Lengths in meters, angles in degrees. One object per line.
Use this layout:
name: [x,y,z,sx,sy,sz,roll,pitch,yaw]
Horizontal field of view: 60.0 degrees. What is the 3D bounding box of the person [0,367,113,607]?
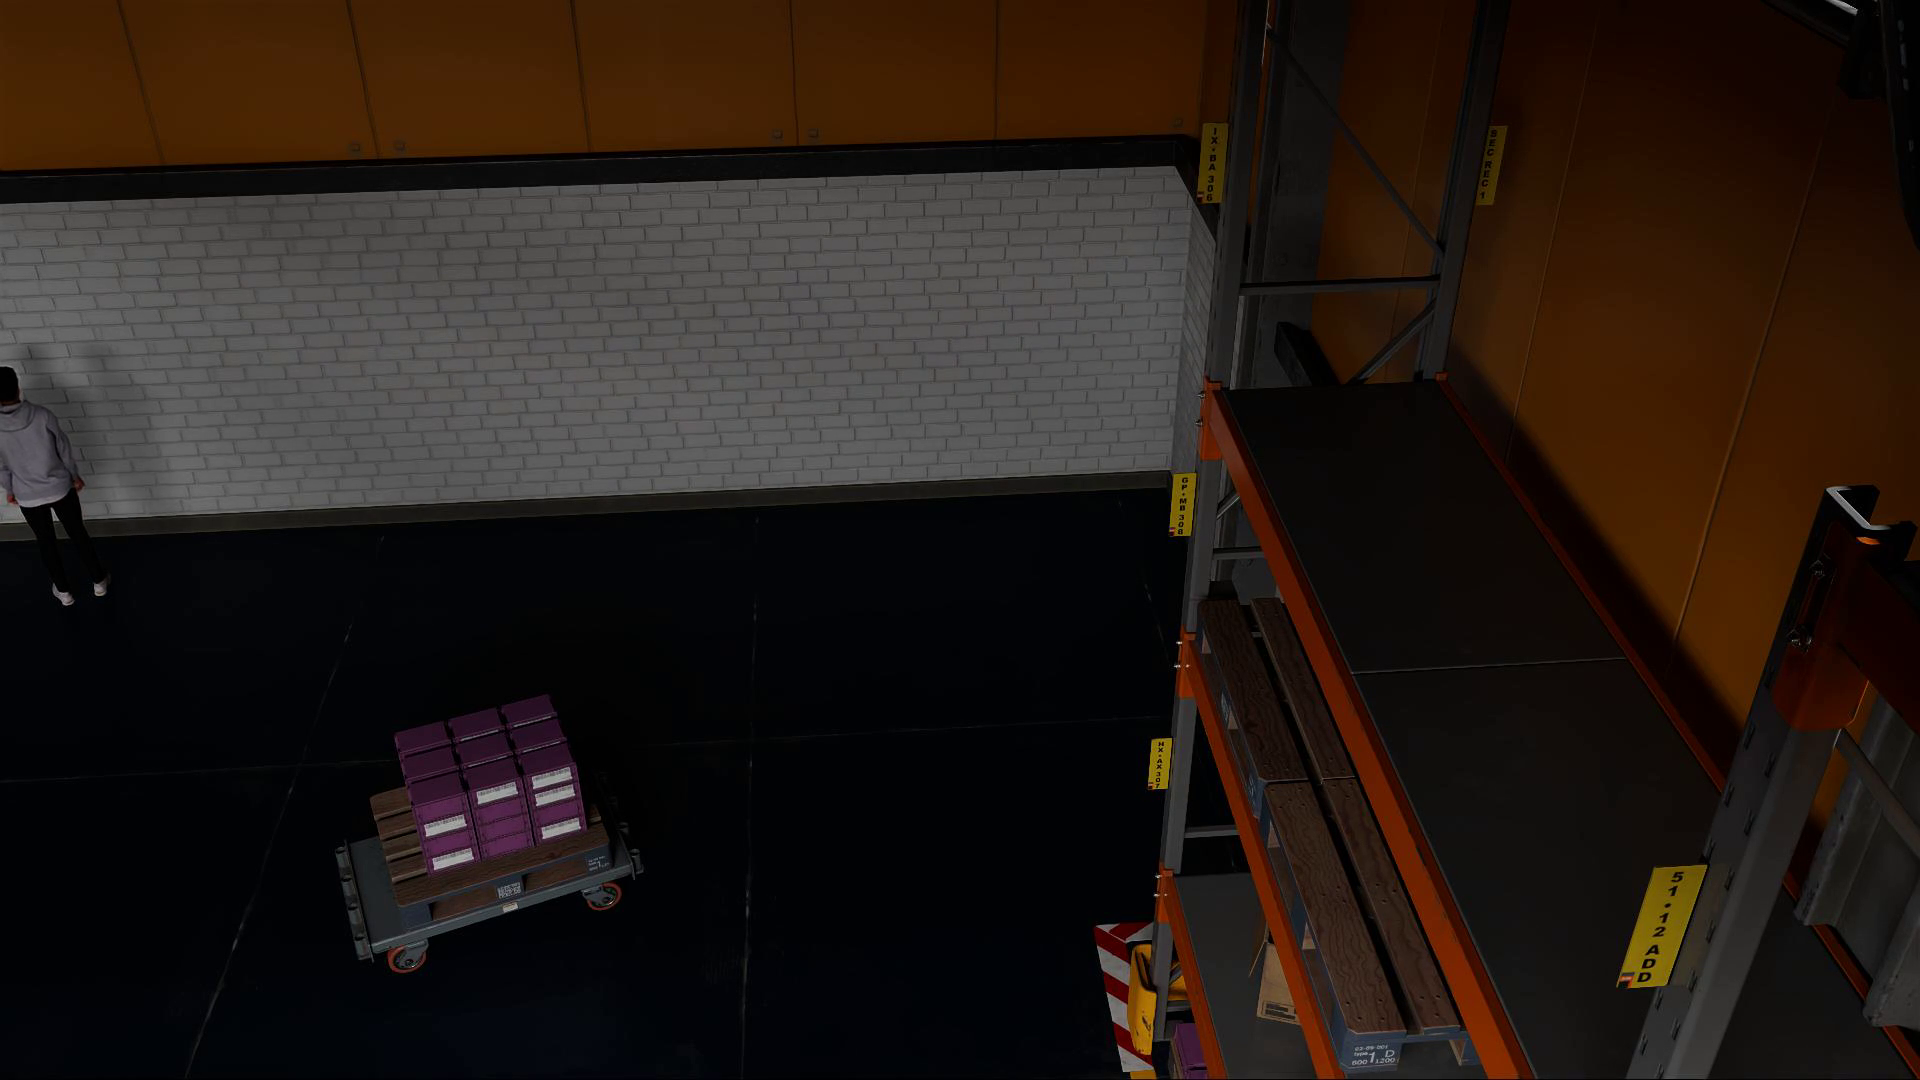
person: [-6.727,-0.391,12.202,0.768,1.930,0.748,-17,37,-24]
